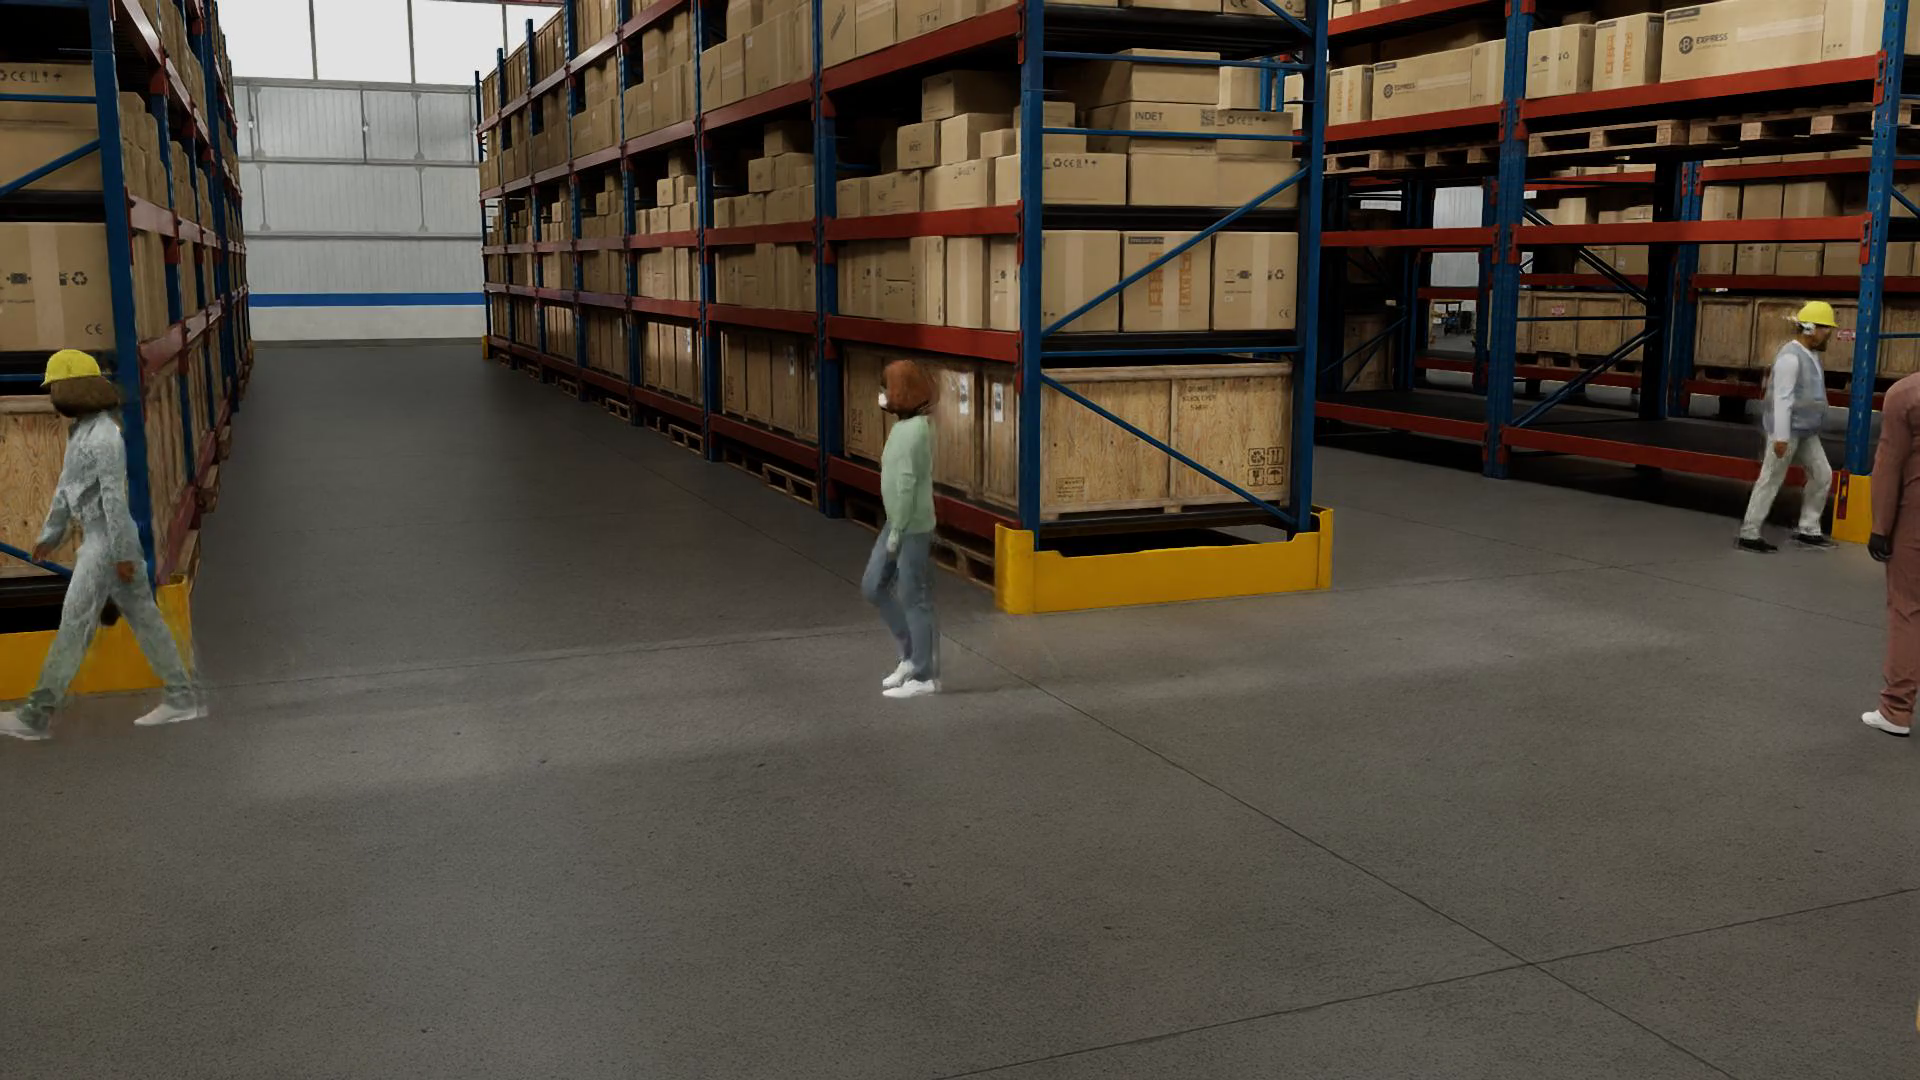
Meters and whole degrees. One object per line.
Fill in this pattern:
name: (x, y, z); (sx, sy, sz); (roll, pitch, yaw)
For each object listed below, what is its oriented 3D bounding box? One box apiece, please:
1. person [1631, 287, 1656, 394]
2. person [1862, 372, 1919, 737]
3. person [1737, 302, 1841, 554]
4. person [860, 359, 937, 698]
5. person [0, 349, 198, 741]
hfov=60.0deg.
person: (10.852, -3.175, 26.212); (0.535, 1.767, 0.316); (-3, 10, -16)
person: (4.305, -0.078, 7.286); (0.642, 1.898, 0.397); (1, 10, 4)
person: (5.971, -0.779, 11.783); (0.746, 1.790, 0.642); (9, 13, 42)
person: (-0.277, -0.040, 7.863); (0.368, 1.620, 0.505); (-3, 10, -16)
person: (-3.833, 0.028, 7.247); (0.903, 1.689, 0.486); (-6, 11, -32)
